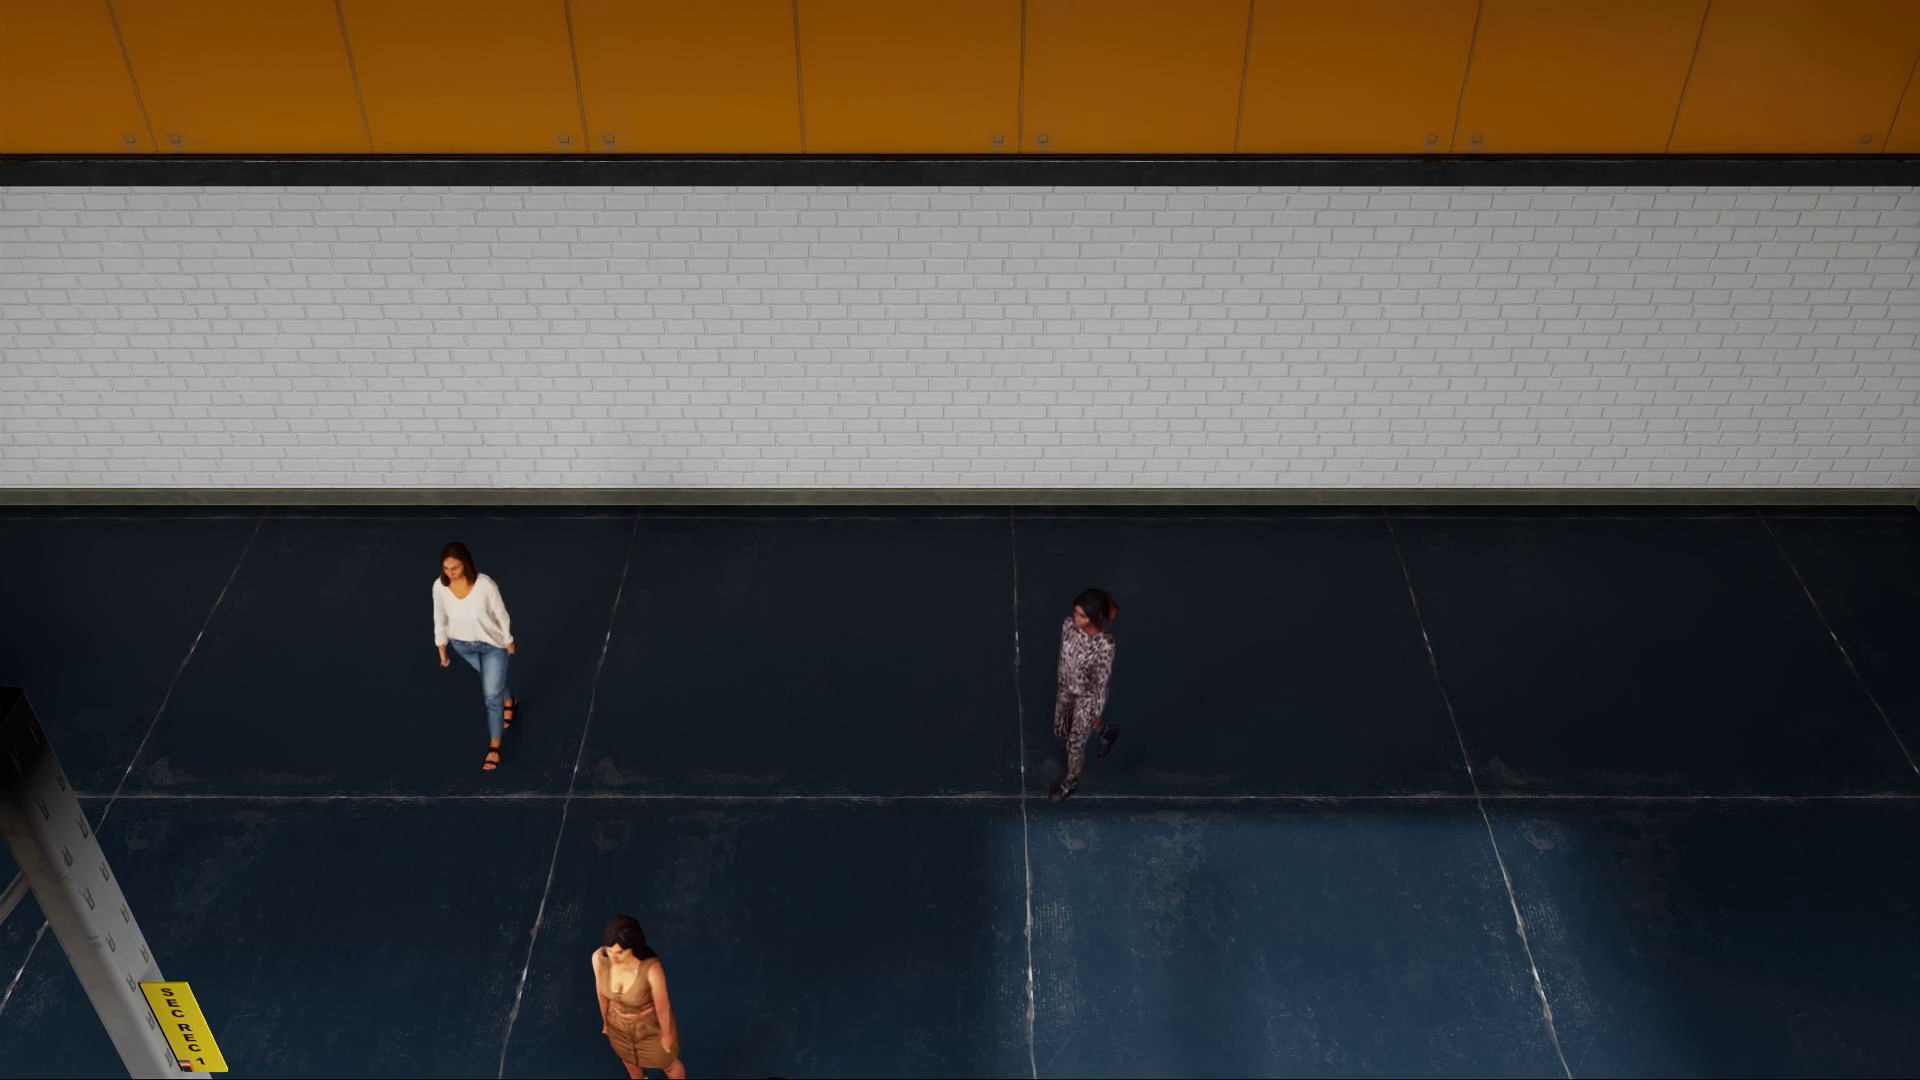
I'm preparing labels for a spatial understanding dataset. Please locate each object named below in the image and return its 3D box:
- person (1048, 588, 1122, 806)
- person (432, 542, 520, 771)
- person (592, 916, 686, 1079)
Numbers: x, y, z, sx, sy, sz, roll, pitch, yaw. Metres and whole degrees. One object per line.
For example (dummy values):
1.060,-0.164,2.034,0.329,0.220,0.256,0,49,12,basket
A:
0.830,0.955,10.524,0.938,1.702,0.906,-28,46,-30,person
-3.134,0.621,10.979,0.712,1.656,0.927,6,39,7,person
-1.654,2.491,8.617,0.614,1.683,0.611,12,40,14,person
